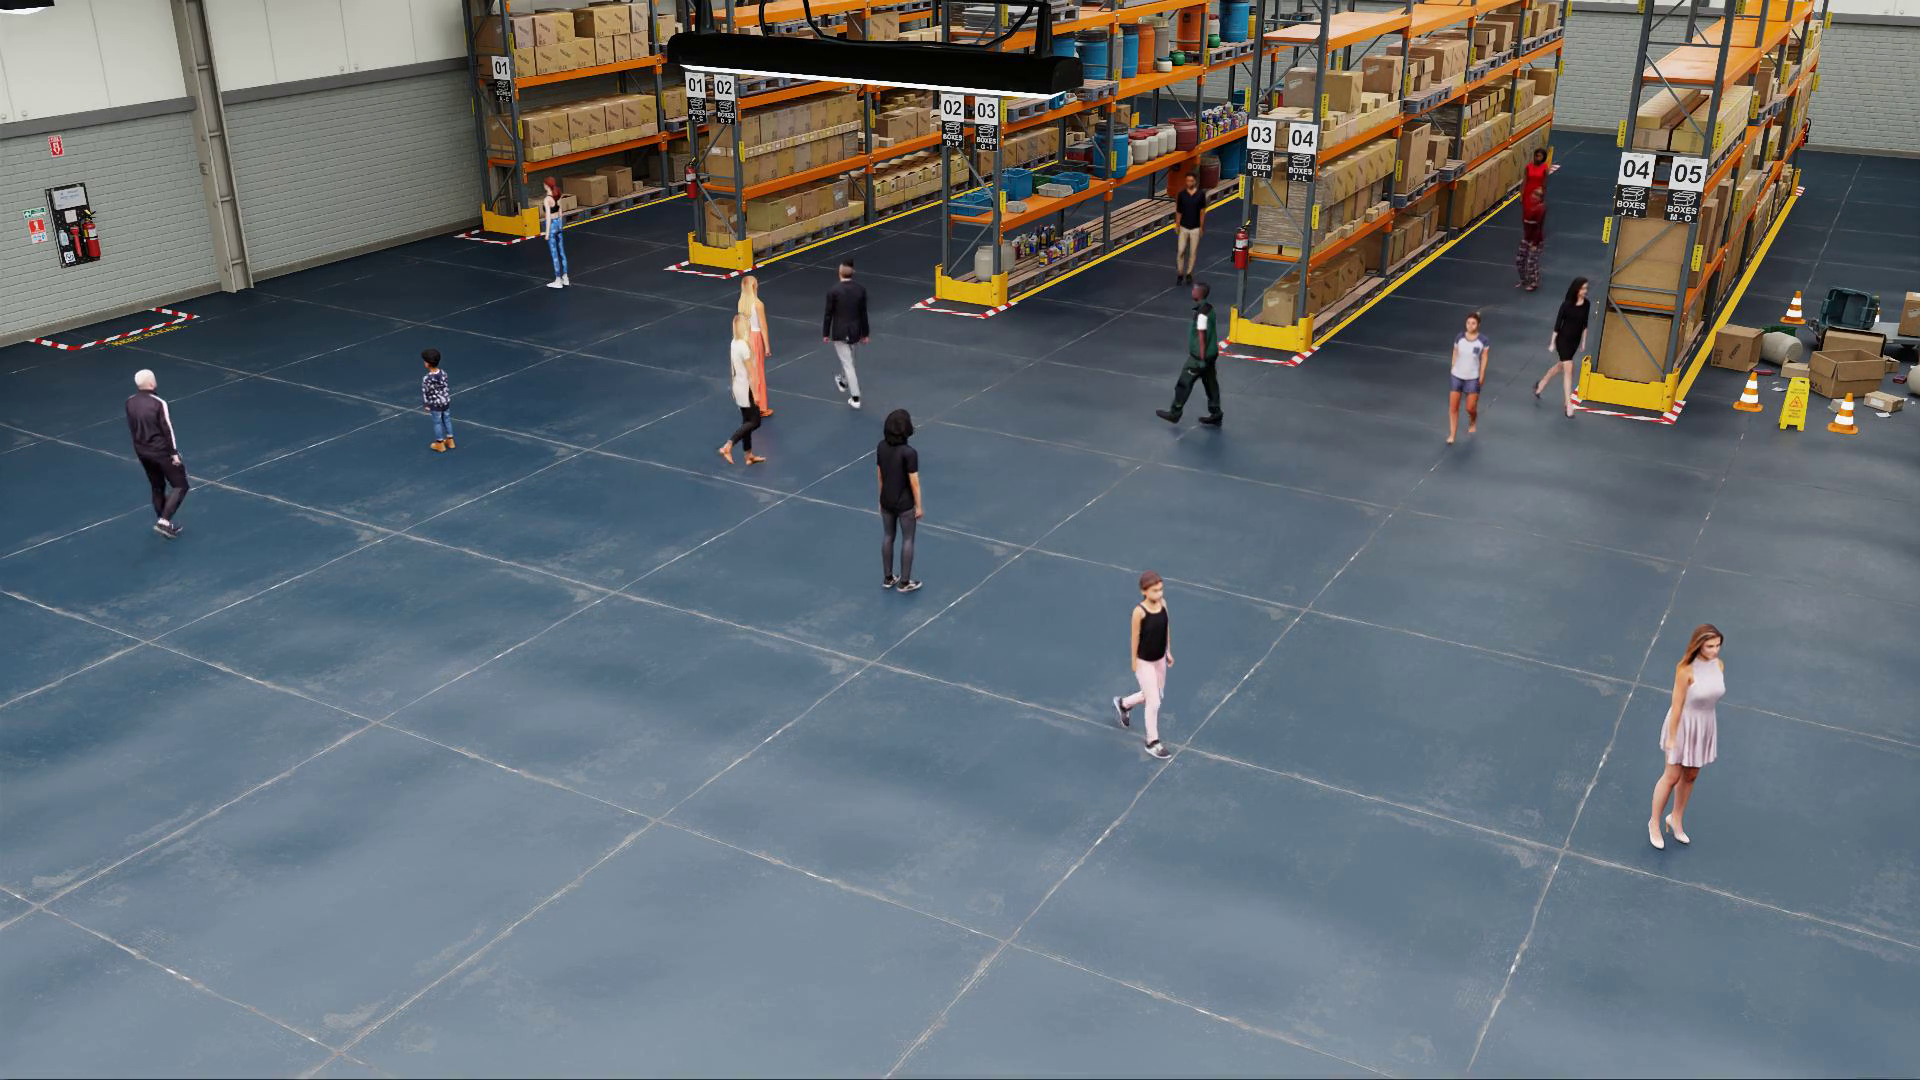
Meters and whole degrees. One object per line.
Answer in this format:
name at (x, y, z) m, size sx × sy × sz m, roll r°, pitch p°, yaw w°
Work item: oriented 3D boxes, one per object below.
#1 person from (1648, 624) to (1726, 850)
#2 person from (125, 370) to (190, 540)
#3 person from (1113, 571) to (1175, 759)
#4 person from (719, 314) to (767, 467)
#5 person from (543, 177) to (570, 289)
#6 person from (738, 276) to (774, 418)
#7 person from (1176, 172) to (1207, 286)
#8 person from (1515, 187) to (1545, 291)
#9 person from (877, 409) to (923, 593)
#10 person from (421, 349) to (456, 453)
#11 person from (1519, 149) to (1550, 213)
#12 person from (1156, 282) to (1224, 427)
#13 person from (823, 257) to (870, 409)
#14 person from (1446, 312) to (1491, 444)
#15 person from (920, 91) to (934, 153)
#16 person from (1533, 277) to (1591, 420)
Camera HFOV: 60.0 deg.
person at (5.230, 1.401, 11.940) m, size 0.680 × 1.768 × 0.742 m, roll -7°, pitch 24°, yaw -16°
person at (-8.316, -0.826, 17.109) m, size 0.818 × 1.821 × 0.916 m, roll 5°, pitch 23°, yaw 11°
person at (1.478, 0.947, 13.298) m, size 0.937 × 1.541 × 0.764 m, roll -19°, pitch 30°, yaw -37°
person at (-2.553, -1.674, 19.116) m, size 0.963 × 1.812 × 0.844 m, roll -13°, pitch 26°, yaw -28°
person at (-6.568, -4.991, 26.949) m, size 0.646 × 1.785 × 0.551 m, roll 10°, pitch 25°, yaw 22°
person at (-2.616, -2.442, 20.933) m, size 0.680 × 1.803 × 0.647 m, roll 20°, pitch 30°, yaw 39°
person at (3.768, -5.104, 27.151) m, size 0.753 × 1.835 × 0.815 m, roll 4°, pitch 23°, yaw 8°
person at (9.214, -4.823, 26.690) m, size 0.841 × 1.678 × 0.791 m, roll -6°, pitch 24°, yaw -13°
person at (-0.610, -0.385, 16.064) m, size 0.627 × 1.827 × 0.529 m, roll 14°, pitch 27°, yaw 29°
person at (-6.225, -1.679, 19.840) m, size 0.593 × 1.253 × 0.485 m, roll 18°, pitch 29°, yaw 37°
person at (10.207, -6.094, 29.645) m, size 0.578 × 1.705 × 1.084 m, roll 12°, pitch 26°, yaw 26°
person at (3.070, -2.252, 20.487) m, size 0.878 × 1.802 × 1.047 m, roll 8°, pitch 24°, yaw 18°
person at (-1.411, -2.610, 21.209) m, size 1.258 × 1.895 × 1.223 m, roll -11°, pitch 25°, yaw -24°
person at (6.119, -1.967, 20.063) m, size 0.561 × 1.608 × 0.686 m, roll 13°, pitch 26°, yaw 27°
person at (-0.673, -9.077, 36.749) m, size 0.746 × 1.635 × 0.901 m, roll 5°, pitch 24°, yaw 12°
person at (7.622, -2.459, 21.032) m, size 1.143 × 1.756 × 1.130 m, roll -9°, pitch 25°, yaw -19°
